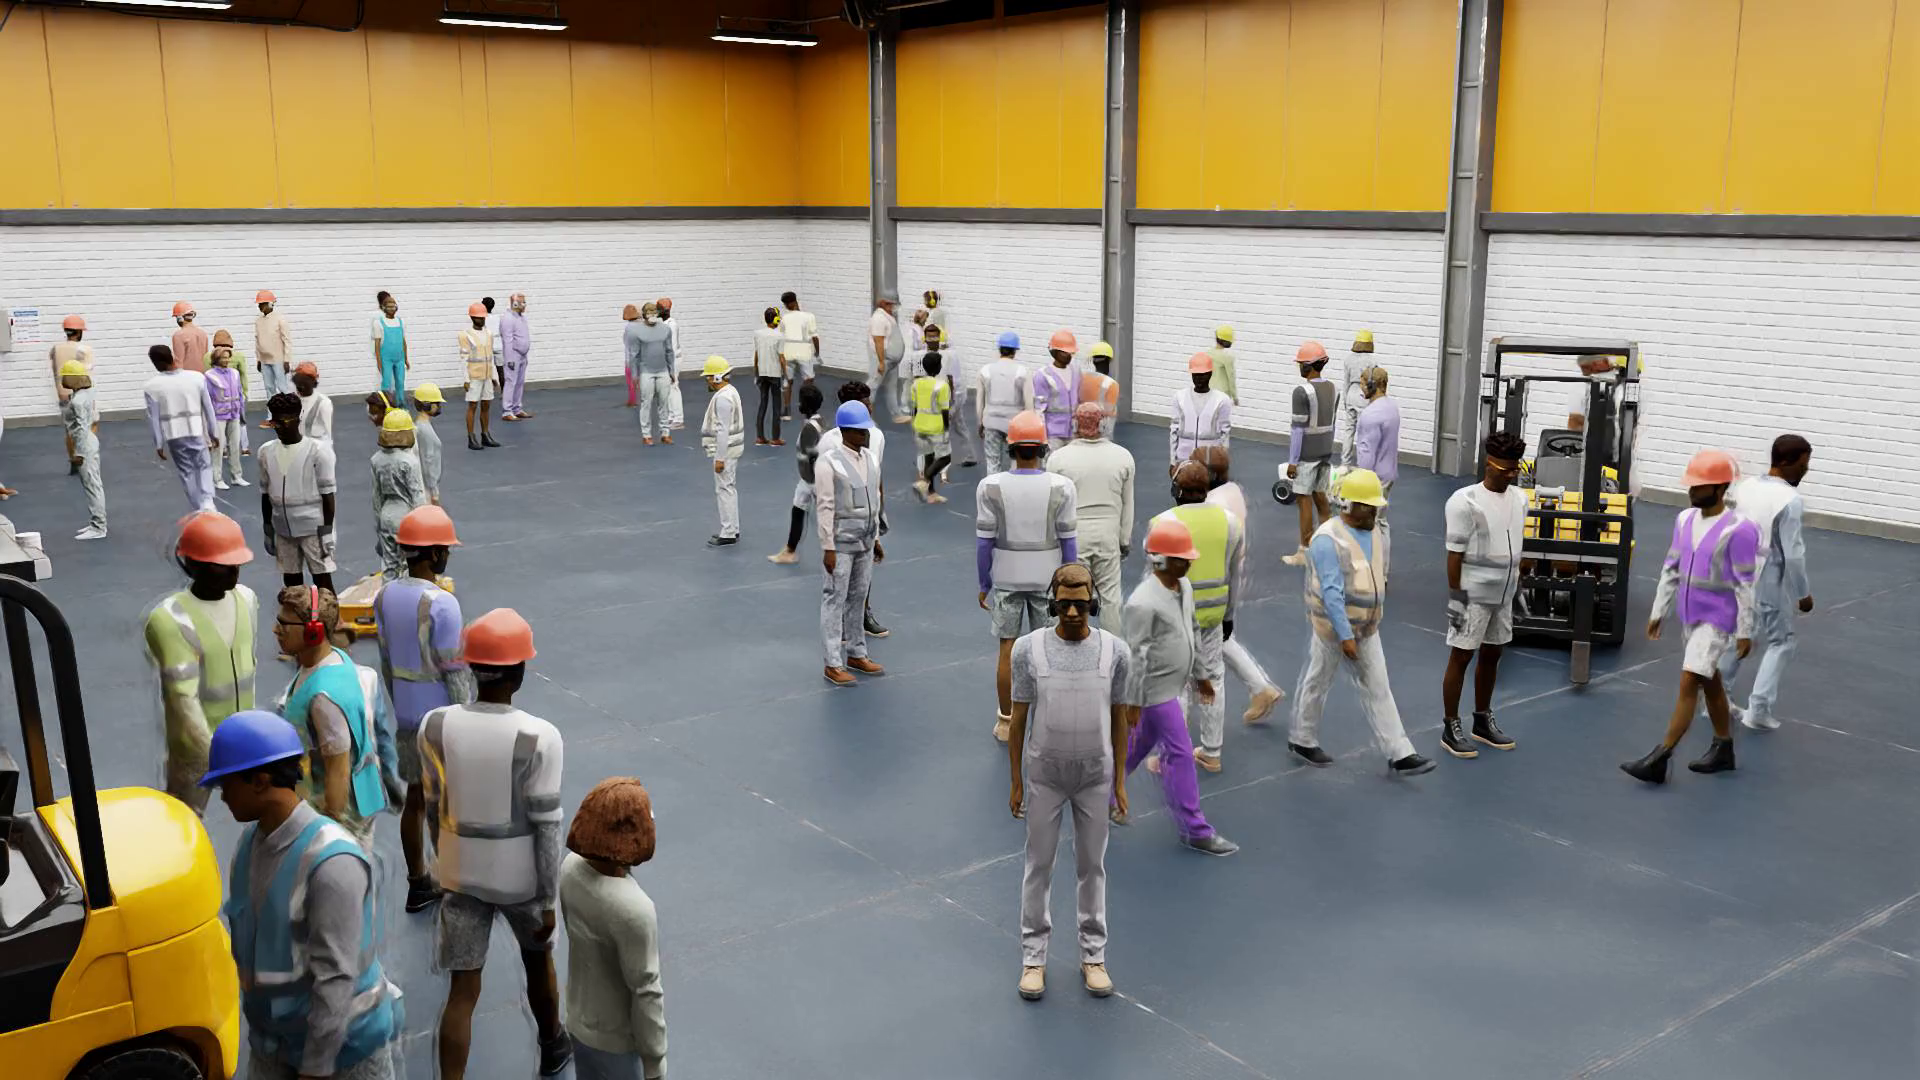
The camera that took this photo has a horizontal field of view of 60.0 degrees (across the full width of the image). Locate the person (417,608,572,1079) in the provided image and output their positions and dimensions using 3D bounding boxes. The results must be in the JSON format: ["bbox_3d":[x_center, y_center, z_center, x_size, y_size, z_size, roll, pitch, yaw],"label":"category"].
[{"bbox_3d":[-1.660,1.181,5.918,0.566,1.896,0.981,1,12,5],"label":"person"}]

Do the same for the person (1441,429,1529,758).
[{"bbox_3d":[3.146,0.313,9.921,0.600,1.958,0.385,-6,13,-27],"label":"person"}]

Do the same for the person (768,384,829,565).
[{"bbox_3d":[-1.279,-0.580,14.968,0.886,1.652,0.537,2,12,11],"label":"person"}]

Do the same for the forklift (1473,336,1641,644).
[{"bbox_3d":[4.683,-0.471,13.136,1.214,2.155,2.313,4,12,20],"label":"forklift"}]

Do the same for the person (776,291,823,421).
[{"bbox_3d":[-2.383,-2.716,24.630,0.700,1.934,0.372,3,12,12],"label":"person"}]

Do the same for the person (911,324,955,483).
[{"bbox_3d":[-0.309,-1.581,19.320,0.511,1.862,0.324,0,12,0],"label":"person"}]

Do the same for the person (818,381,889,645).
[{"bbox_3d":[-0.779,-0.210,12.430,0.361,1.965,0.613,11,16,42],"label":"person"}]

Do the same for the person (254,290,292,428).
[{"bbox_3d":[-9.836,-2.574,23.780,0.623,1.992,0.397,5,13,24],"label":"person"}]

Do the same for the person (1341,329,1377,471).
[{"bbox_3d":[4.826,-1.662,20.016,0.321,1.737,0.487,-9,14,-36],"label":"person"}]

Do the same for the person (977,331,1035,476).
[{"bbox_3d":[0.470,-1.204,17.329,0.647,1.915,0.555,3,12,13],"label":"person"}]

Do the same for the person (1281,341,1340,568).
[{"bbox_3d":[3.149,-0.773,15.005,0.607,2.036,0.412,-11,16,-42],"label":"person"}]

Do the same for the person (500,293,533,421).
[{"bbox_3d":[-6.589,-2.721,24.763,0.409,1.895,0.660,2,12,9],"label":"person"}]

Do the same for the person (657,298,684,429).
[{"bbox_3d":[-4.169,-2.527,23.848,0.346,1.876,0.576,-5,13,-23],"label":"person"}]

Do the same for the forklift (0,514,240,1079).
[{"bbox_3d":[-3.687,1.115,5.480,2.313,2.155,1.214,-9,15,-36],"label":"forklift"}]

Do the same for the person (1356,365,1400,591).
[{"bbox_3d":[3.458,-0.494,13.904,0.381,1.929,0.636,7,13,29],"label":"person"}]

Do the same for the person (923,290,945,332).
[{"bbox_3d":[-0.421,-3.000,26.198,0.579,1.842,0.627,5,13,25],"label":"person"}]

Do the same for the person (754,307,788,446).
[{"bbox_3d":[-2.531,-2.176,22.202,0.530,1.854,0.324,6,13,28],"label":"person"}]

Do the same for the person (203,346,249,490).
[{"bbox_3d":[-8.386,-1.393,18.962,0.316,1.629,0.510,5,13,23],"label":"person"}]

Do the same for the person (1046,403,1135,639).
[{"bbox_3d":[0.888,-0.008,11.617,0.642,1.903,0.399,-2,12,-12],"label":"person"}]

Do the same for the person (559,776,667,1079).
[{"bbox_3d":[-1.034,1.495,5.028,0.285,1.627,0.502,-9,15,-38],"label":"person"}]

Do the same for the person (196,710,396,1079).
[{"bbox_3d":[-1.904,1.423,4.768,0.590,1.878,0.902,6,13,28],"label":"person"}]

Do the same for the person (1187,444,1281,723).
[{"bbox_3d":[1.582,0.294,10.376,0.807,1.810,0.627,5,13,22],"label":"person"}]

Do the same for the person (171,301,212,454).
[{"bbox_3d":[-9.865,-2.062,21.339,0.405,1.981,0.632,2,12,11],"label":"person"}]

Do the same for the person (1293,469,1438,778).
[{"bbox_3d":[2.281,0.494,9.451,0.601,1.780,0.912,-9,15,-36],"label":"person"}]

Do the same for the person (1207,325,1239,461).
[{"bbox_3d":[3.227,-1.814,20.750,0.386,1.736,0.553,-6,13,-27],"label":"person"}]

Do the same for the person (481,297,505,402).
[{"bbox_3d":[-7.624,-3.100,27.040,0.539,1.695,0.318,-11,16,-42],"label":"person"}]

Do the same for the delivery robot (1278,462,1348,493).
[{"bbox_3d":[3.820,-0.702,17.994,0.707,0.478,0.477,9,15,35],"label":"delivery robot"}]

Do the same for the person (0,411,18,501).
[{"bbox_3d":[-10.676,-1.397,18.231,0.367,1.939,0.634,-2,12,-10],"label":"person"}]

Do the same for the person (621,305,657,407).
[{"bbox_3d":[-5.085,-2.896,26.231,0.535,1.621,0.499,3,12,13],"label":"person"}]

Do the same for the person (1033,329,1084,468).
[{"bbox_3d":[1.002,-1.060,16.389,0.617,2.029,0.409,-10,15,-40],"label":"person"}]

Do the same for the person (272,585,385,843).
[{"bbox_3d":[-2.463,1.071,6.524,0.390,1.850,0.565,-5,13,-24],"label":"person"}]
